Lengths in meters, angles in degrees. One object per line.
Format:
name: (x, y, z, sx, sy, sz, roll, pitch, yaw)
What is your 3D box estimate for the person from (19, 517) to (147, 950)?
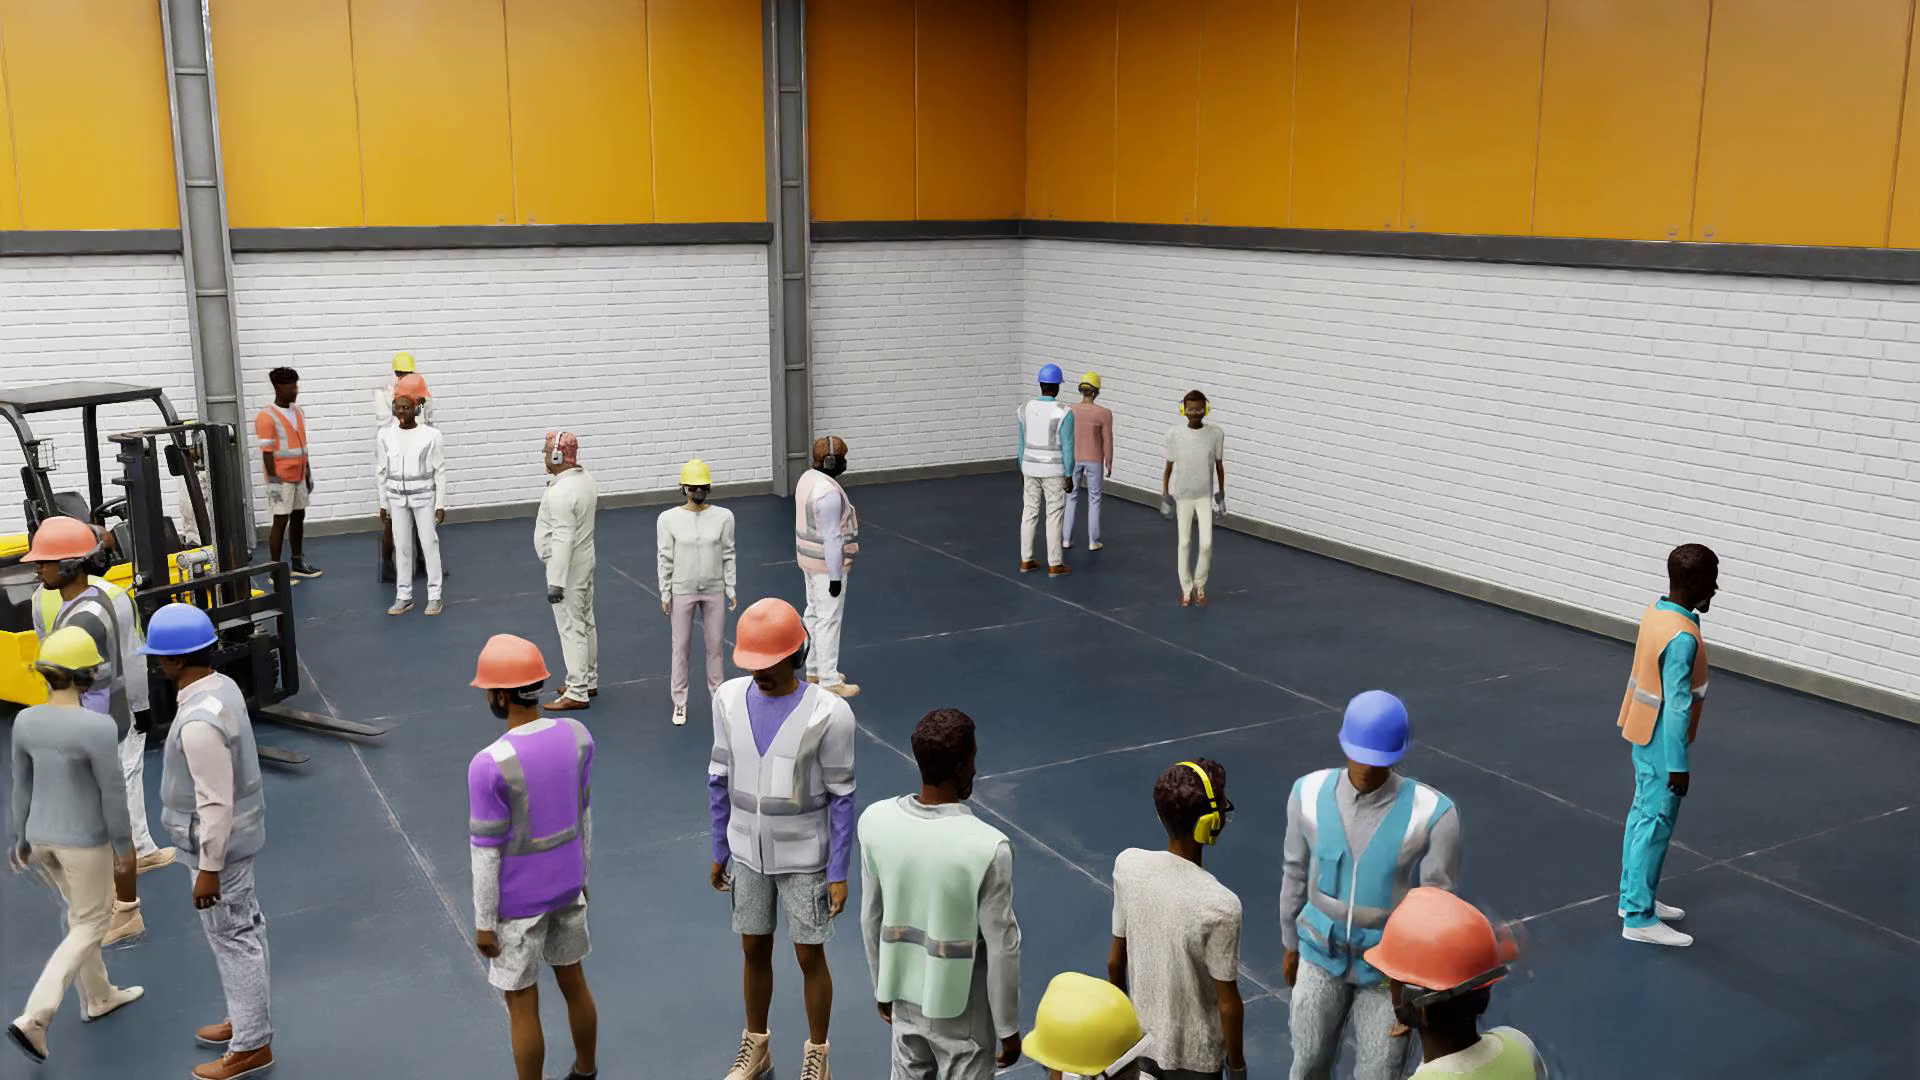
person: (-4.075, 0.896, 7.758, 0.378, 2.044, 0.607, -6, 14, -28)

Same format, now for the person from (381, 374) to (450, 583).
person: (-4.898, -0.534, 14.805, 0.702, 1.893, 0.548, -1, 12, -3)

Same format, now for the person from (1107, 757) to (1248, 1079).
person: (0.679, 1.559, 5.065, 0.321, 1.869, 0.532, -11, 16, -41)

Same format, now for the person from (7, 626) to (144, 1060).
person: (-3.709, 1.242, 6.819, 0.543, 1.742, 0.685, 4, 13, 20)

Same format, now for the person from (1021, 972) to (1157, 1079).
person: (0.312, 1.849, 3.803, 0.403, 1.823, 0.599, 2, 12, 11)

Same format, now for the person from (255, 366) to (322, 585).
person: (-6.014, -0.581, 14.890, 0.378, 1.956, 0.609, 3, 12, 14)

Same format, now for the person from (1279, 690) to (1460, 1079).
person: (1.368, 1.406, 5.652, 0.631, 1.921, 0.533, 7, 14, 31)

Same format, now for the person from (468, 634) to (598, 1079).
person: (-1.603, 1.290, 6.186, 0.387, 1.929, 0.547, 8, 15, 34)

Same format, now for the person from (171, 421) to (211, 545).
person: (-5.907, -0.058, 12.934, 0.493, 1.743, 0.295, 9, 15, 35)

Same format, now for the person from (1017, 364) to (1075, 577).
person: (0.796, -0.637, 15.202, 0.604, 1.938, 0.425, 9, 15, 36)

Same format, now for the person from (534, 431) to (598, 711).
person: (-2.680, 0.204, 11.323, 0.409, 1.907, 0.648, 0, 12, 2)

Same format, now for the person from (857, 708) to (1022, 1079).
person: (-0.063, 1.473, 5.356, 0.591, 1.916, 0.393, 8, 15, 34)

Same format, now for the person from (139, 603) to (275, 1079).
person: (-2.962, 1.192, 6.598, 0.403, 1.943, 0.607, -4, 13, -18)

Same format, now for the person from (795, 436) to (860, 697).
person: (-0.921, 0.182, 11.608, 0.428, 1.835, 0.617, -4, 13, -19)

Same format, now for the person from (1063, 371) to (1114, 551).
person: (1.242, -0.766, 16.239, 0.531, 1.754, 0.342, 4, 13, 19)

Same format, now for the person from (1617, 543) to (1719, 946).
person: (3.308, 0.949, 7.830, 0.397, 1.911, 0.588, 3, 12, 13)

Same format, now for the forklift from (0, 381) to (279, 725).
forklift: (-5.853, 0.085, 11.199, 2.313, 2.155, 1.214, 7, 14, 28)

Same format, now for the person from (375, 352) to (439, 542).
person: (-5.444, -0.897, 16.433, 0.367, 1.927, 0.587, 11, 16, 42)

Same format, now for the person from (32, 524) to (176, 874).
person: (-4.413, 0.823, 8.583, 0.624, 1.840, 0.429, 4, 13, 20)

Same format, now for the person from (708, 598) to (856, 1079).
person: (-0.696, 1.202, 6.344, 0.604, 2.034, 0.386, 5, 13, 20)

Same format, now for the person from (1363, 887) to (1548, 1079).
person: (1.106, 1.762, 3.847, 0.626, 1.981, 1.078, -10, 16, -40)

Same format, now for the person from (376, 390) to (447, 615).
person: (-4.540, -0.309, 13.779, 0.575, 1.884, 0.355, 1, 12, 4)

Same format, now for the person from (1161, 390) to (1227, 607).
person: (1.966, -0.339, 13.985, 0.558, 1.853, 0.533, 1, 12, 5)

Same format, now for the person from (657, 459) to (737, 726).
person: (-1.730, 0.341, 11.005, 0.527, 1.772, 0.306, -4, 13, -20)
